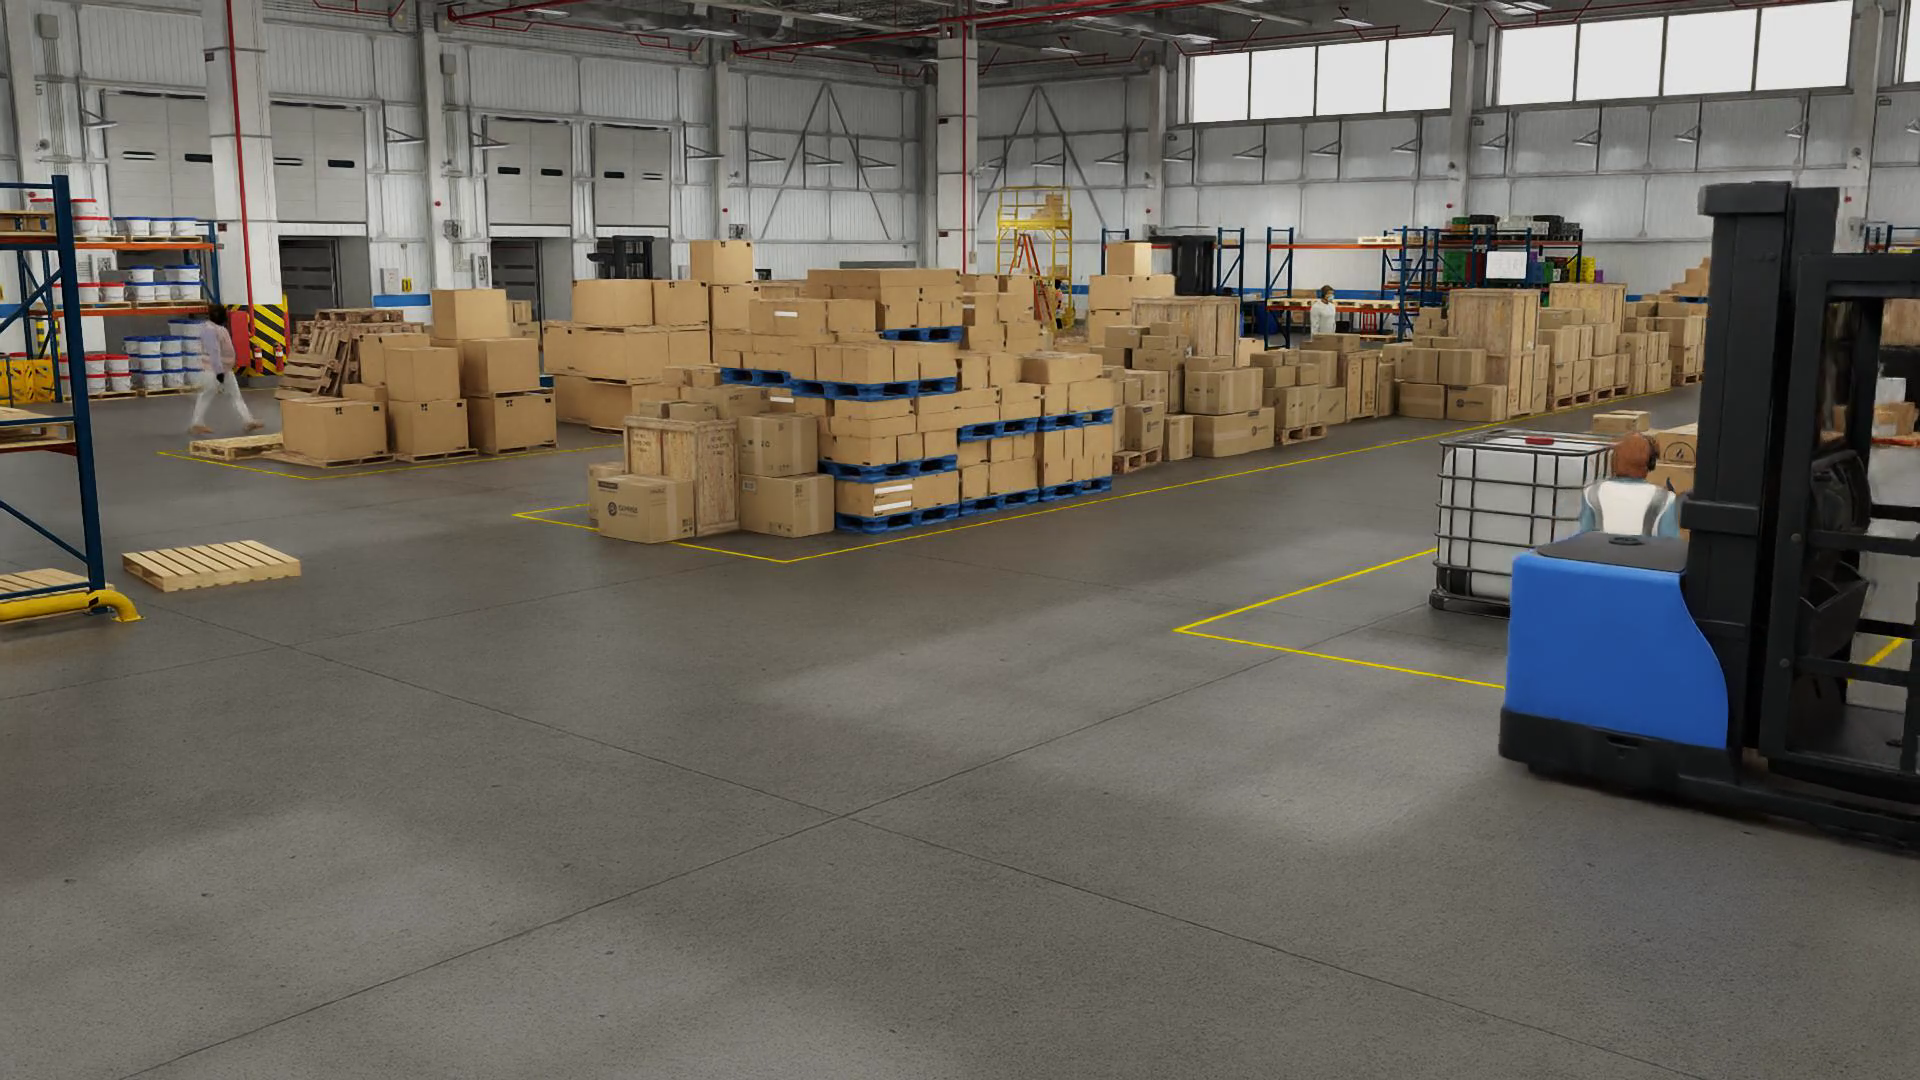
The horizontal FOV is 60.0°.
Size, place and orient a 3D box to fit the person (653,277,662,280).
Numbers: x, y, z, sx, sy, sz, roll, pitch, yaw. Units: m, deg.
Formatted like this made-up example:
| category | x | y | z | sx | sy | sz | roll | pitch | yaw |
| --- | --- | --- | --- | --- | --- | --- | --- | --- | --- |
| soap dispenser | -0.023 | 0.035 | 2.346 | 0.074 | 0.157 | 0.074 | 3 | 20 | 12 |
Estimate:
| category | x | y | z | sx | sy | sz | roll | pitch | yaw |
| --- | --- | --- | --- | --- | --- | --- | --- | --- | --- |
| person | -6.520 | -4.725 | 36.016 | 0.634 | 1.930 | 0.384 | -5 | 11 | -26 |

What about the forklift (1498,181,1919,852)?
| category | x | y | z | sx | sy | sz | roll | pitch | yaw |
| --- | --- | --- | --- | --- | --- | --- | --- | --- | --- |
| forklift | 3.648 | -0.229 | 7.695 | 1.873 | 2.768 | 1.129 | 8 | 13 | 40 |

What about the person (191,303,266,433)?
| category | x | y | z | sx | sy | sz | roll | pitch | yaw |
| --- | --- | --- | --- | --- | --- | --- | --- | --- | --- |
| person | -10.177 | -2.356 | 22.902 | 0.987 | 1.791 | 0.645 | -1 | 10 | -7 |

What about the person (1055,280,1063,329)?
| category | x | y | z | sx | sy | sz | roll | pitch | yaw |
| --- | --- | --- | --- | --- | --- | --- | --- | --- | --- |
| person | 2.730 | -6.464 | 46.562 | 0.317 | 1.695 | 0.540 | -1 | 10 | -4 |

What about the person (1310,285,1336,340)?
| category | x | y | z | sx | sy | sz | roll | pitch | yaw |
| --- | --- | --- | --- | --- | --- | --- | --- | --- | --- |
| person | 6.164 | -3.364 | 28.272 | 0.378 | 1.930 | 0.624 | 10 | 14 | 44 |

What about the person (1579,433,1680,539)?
| category | x | y | z | sx | sy | sz | roll | pitch | yaw |
| --- | --- | --- | --- | --- | --- | --- | --- | --- | --- |
| person | 3.480 | 0.240 | 8.648 | 0.541 | 1.591 | 0.831 | 8 | 13 | 39 |

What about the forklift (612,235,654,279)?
| category | x | y | z | sx | sy | sz | roll | pitch | yaw |
| --- | --- | --- | --- | --- | --- | --- | --- | --- | --- |
| forklift | -7.300 | -5.450 | 37.421 | 1.873 | 2.768 | 1.129 | 8 | 13 | 40 |

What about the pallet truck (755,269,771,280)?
| category | x | y | z | sx | sy | sz | roll | pitch | yaw |
| --- | --- | --- | --- | --- | --- | --- | --- | --- | --- |
| pallet truck | -4.996 | -6.432 | 45.525 | 1.885 | 1.965 | 0.823 | -6 | 12 | -32 |

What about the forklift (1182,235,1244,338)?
| category | x | y | z | sx | sy | sz | roll | pitch | yaw |
| --- | --- | --- | --- | --- | --- | --- | --- | --- | --- |
| forklift | 5.355 | -5.431 | 37.313 | 1.873 | 2.768 | 1.129 | 8 | 13 | 40 |
